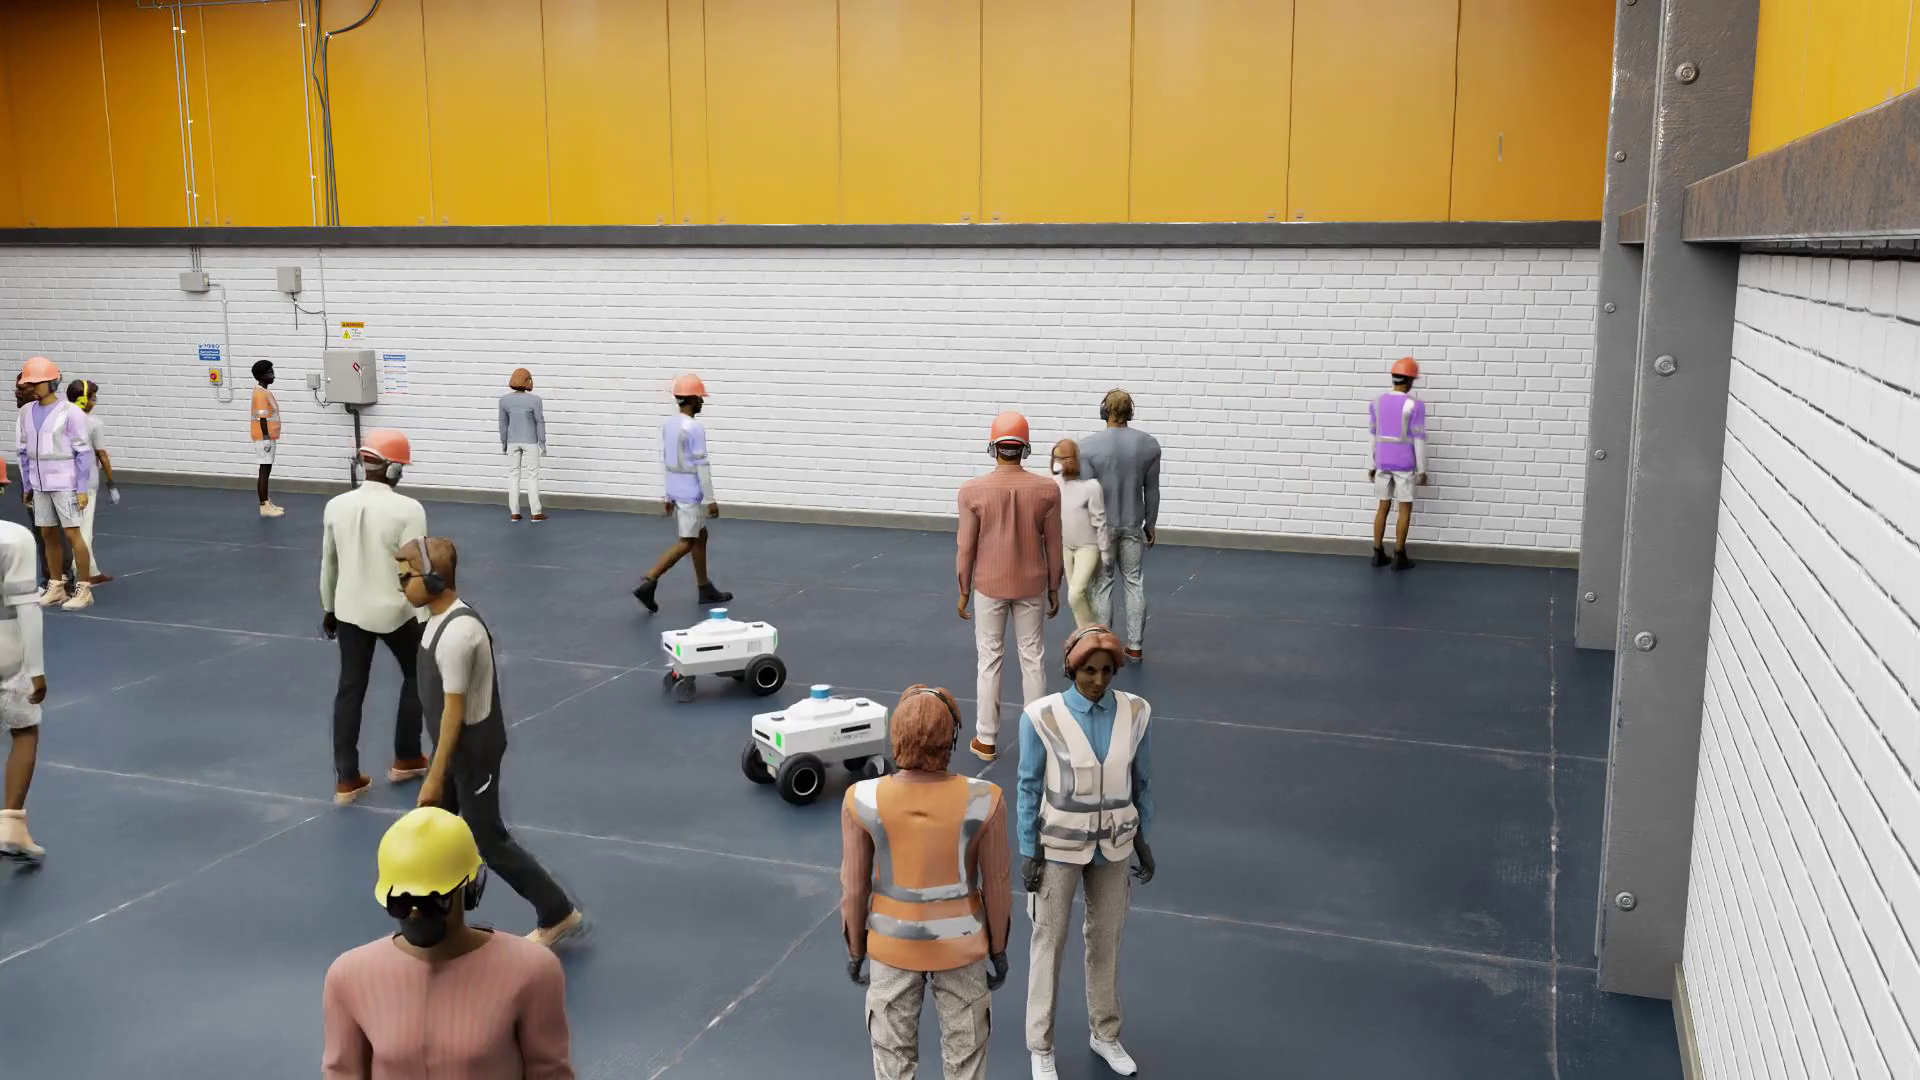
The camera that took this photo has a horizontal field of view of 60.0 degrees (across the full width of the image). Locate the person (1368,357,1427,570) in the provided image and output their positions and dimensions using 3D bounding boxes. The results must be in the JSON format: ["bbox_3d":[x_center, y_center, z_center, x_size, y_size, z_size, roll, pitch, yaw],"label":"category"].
[{"bbox_3d":[3.952,-0.688,15.043,0.434,1.915,0.561,-10,14,-43],"label":"person"}]

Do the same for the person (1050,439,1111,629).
[{"bbox_3d":[0.821,0.090,11.576,0.545,1.595,0.513,-8,13,-39],"label":"person"}]

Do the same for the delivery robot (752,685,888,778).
[{"bbox_3d":[-0.749,1.024,8.970,0.707,0.478,0.477,-6,12,-33],"label":"delivery robot"}]

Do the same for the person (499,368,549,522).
[{"bbox_3d":[-4.626,-1.005,17.627,0.507,1.631,0.266,2,10,10],"label":"person"}]

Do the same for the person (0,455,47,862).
[{"bbox_3d":[-4.577,0.557,7.769,0.615,2.018,0.434,-2,10,-12],"label":"person"}]

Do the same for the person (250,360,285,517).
[{"bbox_3d":[-7.494,-1.099,17.974,0.317,1.695,0.540,-4,11,-20],"label":"person"}]

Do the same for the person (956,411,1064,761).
[{"bbox_3d":[0.280,0.265,9.458,0.619,1.994,0.381,-2,10,-9],"label":"person"}]

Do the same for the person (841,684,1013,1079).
[{"bbox_3d":[-0.097,1.239,4.970,0.511,1.641,0.309,0,10,1],"label":"person"}]

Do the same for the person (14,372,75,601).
[{"bbox_3d":[-7.502,-0.436,13.618,0.592,1.920,0.392,7,12,36],"label":"person"}]

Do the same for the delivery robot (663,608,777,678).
[{"bbox_3d":[-1.567,0.689,10.857,0.707,0.478,0.477,-5,11,-26],"label":"delivery robot"}]

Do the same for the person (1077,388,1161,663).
[{"bbox_3d":[1.086,-0.087,11.597,0.637,1.938,0.357,-3,11,-17],"label":"person"}]

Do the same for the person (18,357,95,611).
[{"bbox_3d":[-7.258,-0.440,13.298,0.616,2.039,0.388,3,10,15],"label":"person"}]

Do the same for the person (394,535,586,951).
[{"bbox_3d":[-1.943,0.856,6.674,0.830,1.809,0.511,-6,12,-31],"label":"person"}]

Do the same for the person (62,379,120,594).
[{"bbox_3d":[-7.404,-0.435,13.923,0.525,1.821,0.935,2,10,10],"label":"person"}]

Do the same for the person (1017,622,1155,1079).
[{"bbox_3d":[0.438,1.090,5.814,0.514,1.640,0.310,-3,11,-19],"label":"person"}]

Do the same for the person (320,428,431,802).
[{"bbox_3d":[-3.091,0.383,8.910,0.750,1.941,0.791,3,10,14],"label":"person"}]

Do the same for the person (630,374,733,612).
[{"bbox_3d":[-2.257,-0.371,13.311,0.879,1.909,0.549,-6,12,-31],"label":"person"}]

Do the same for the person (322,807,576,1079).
[{"bbox_3d":[-1.116,1.427,3.645,0.555,1.756,0.540,-1,10,-3],"label":"person"}]
